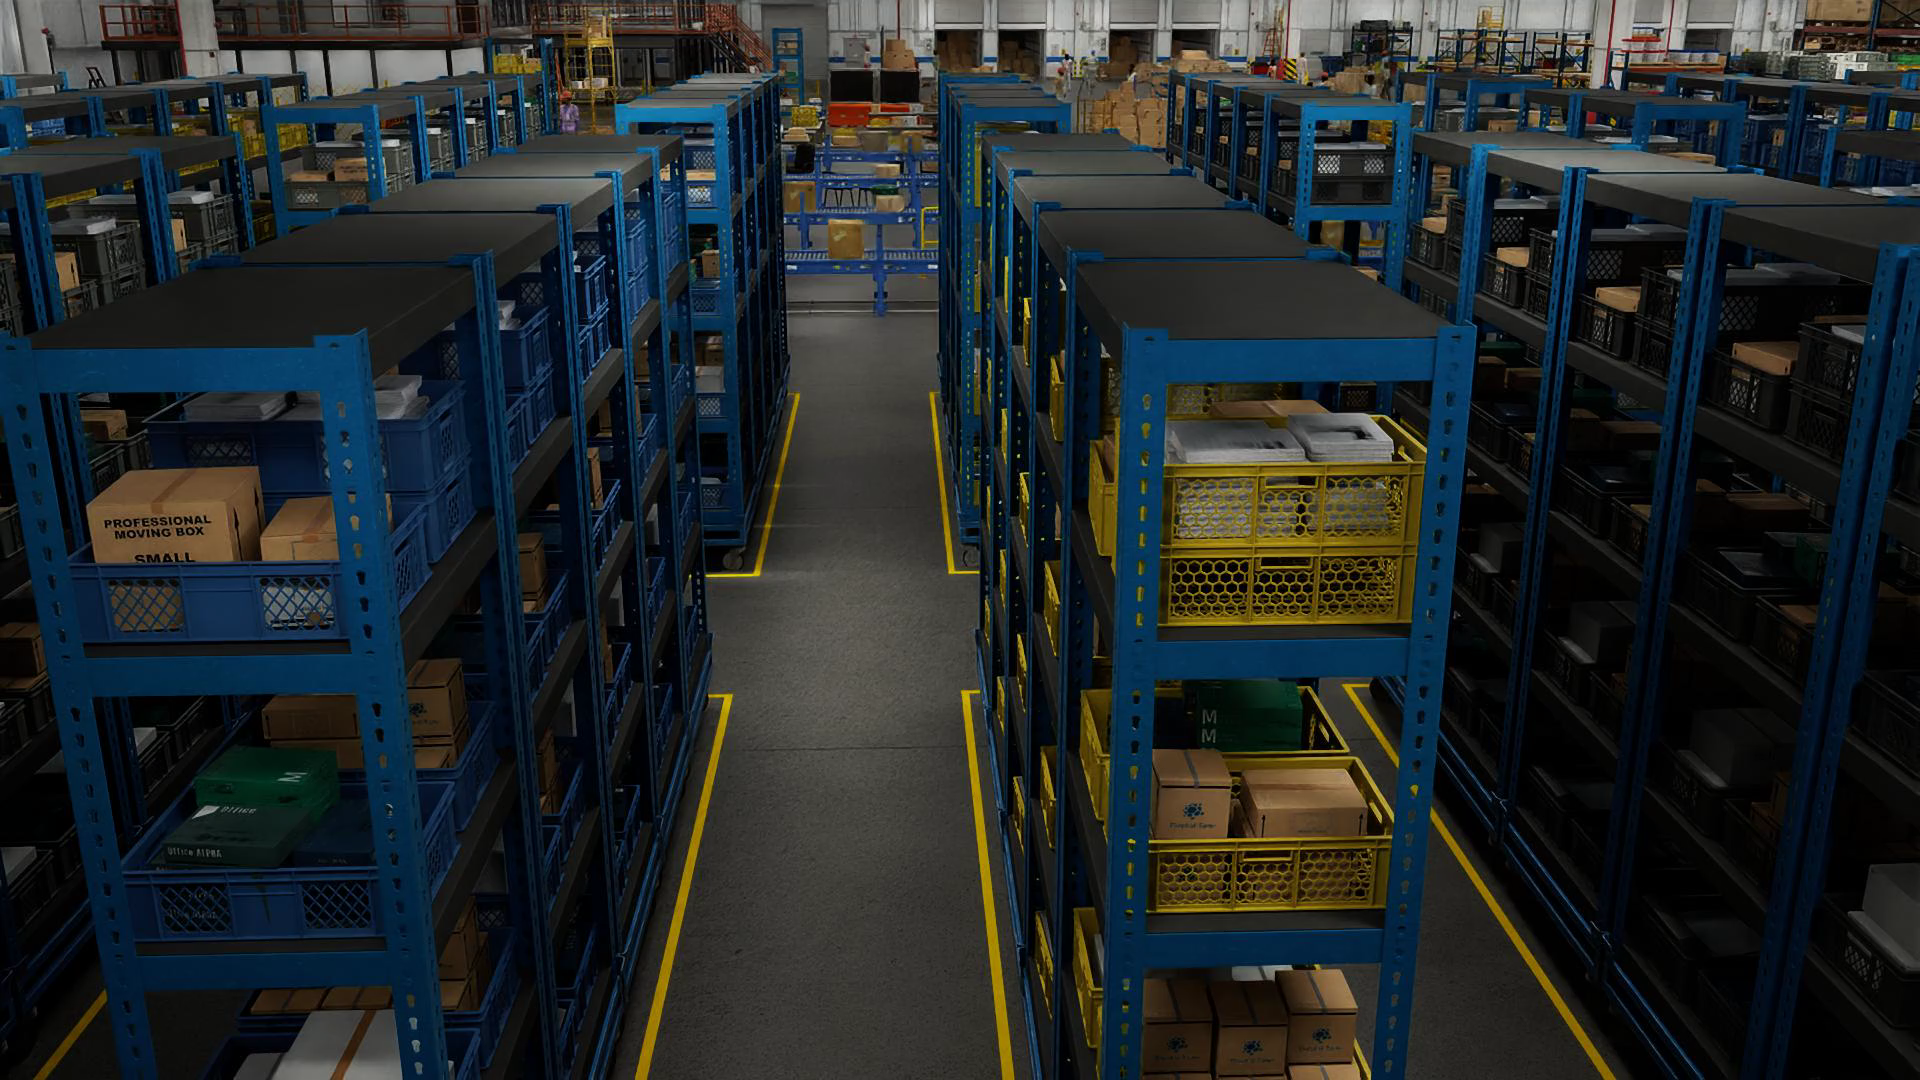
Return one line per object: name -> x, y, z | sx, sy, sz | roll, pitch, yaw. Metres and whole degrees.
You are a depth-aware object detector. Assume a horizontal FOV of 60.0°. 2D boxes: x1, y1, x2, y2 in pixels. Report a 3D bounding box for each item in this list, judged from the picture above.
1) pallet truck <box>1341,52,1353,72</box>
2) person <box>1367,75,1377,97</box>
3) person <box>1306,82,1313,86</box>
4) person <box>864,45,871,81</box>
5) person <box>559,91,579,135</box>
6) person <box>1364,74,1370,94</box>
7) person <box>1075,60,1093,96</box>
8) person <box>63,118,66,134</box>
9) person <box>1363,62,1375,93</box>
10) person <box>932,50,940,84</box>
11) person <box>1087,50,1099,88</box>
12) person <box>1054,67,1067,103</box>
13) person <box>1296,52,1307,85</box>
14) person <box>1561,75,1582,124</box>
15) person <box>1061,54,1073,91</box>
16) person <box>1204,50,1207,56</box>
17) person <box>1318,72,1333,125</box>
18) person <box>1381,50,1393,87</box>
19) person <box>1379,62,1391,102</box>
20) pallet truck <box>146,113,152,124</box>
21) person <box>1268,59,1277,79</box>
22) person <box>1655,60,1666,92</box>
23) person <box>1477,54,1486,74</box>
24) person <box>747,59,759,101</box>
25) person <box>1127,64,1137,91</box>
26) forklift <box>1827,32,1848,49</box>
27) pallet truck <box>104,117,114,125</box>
pallet truck -> 18.794, -23.123, 82.231 | 0.823, 1.965, 1.885 | -13, 22, -35
person -> 14.200, -15.117, 57.602 | 1.015, 1.916, 0.613 | 0, 18, 0
person -> 11.934, -14.857, 57.146 | 0.320, 1.694, 0.533 | 4, 18, 13
person -> -5.250, -27.094, 94.526 | 0.395, 1.992, 0.623 | -9, 20, -27
person -> -10.535, -11.042, 44.773 | 0.615, 2.042, 0.375 | 9, 20, 25
person -> 14.551, -15.694, 59.459 | 0.315, 1.863, 0.534 | -1, 18, -2
person -> 6.000, -22.127, 79.636 | 0.922, 1.690, 0.503 | 13, 22, 35
person -> -22.988, -10.172, 42.300 | 0.651, 1.906, 0.403 | -9, 20, -25
person -> 17.615, -19.599, 71.561 | 0.410, 1.852, 0.559 | -6, 19, -18
person -> -1.313, -26.052, 91.572 | 0.429, 1.830, 0.639 | -3, 18, -8
person -> 6.979, -24.703, 87.230 | 0.655, 1.928, 0.529 | 4, 18, 11
person -> 3.974, -17.324, 64.437 | 0.870, 1.903, 0.561 | -7, 19, -21
person -> 17.064, -23.377, 83.123 | 0.370, 1.934, 0.627 | -16, 24, -41
person -> 20.175, -14.307, 54.882 | 0.683, 2.000, 0.536 | 11, 21, 30
person -> 5.372, -23.563, 83.842 | 0.621, 1.845, 0.429 | 6, 19, 18
person -> 12.878, -24.703, 87.270 | 0.809, 1.896, 0.600 | 7, 19, 22
person -> 13.191, -15.962, 60.237 | 0.932, 1.891, 0.561 | 8, 19, 22
person -> 22.457, -24.853, 87.751 | 0.850, 1.908, 0.551 | 7, 19, 21
person -> 18.470, -19.886, 72.521 | 0.924, 1.801, 0.542 | 8, 20, 24
pallet truck -> -18.087, -8.309, 36.390 | 1.885, 1.965, 0.823 | -1, 18, -4
person -> 15.108, -22.398, 80.487 | 0.531, 1.689, 0.322 | -15, 23, -39
person -> 31.331, -20.476, 74.239 | 0.437, 1.867, 0.577 | -2, 18, -7
person -> 25.285, -22.663, 80.957 | 0.759, 1.905, 0.588 | 9, 20, 25
person -> -9.275, -20.643, 74.741 | 0.575, 1.883, 0.355 | 2, 18, 6
person -> 6.960, -18.317, 67.481 | 0.385, 1.921, 0.596 | -9, 20, -27
forklift -> 46.023, -25.321, 87.619 | 1.129, 2.768, 1.873 | -1, 18, -2
pallet truck -> -18.367, -7.885, 35.078 | 1.885, 1.965, 0.823 | 1, 18, 2
